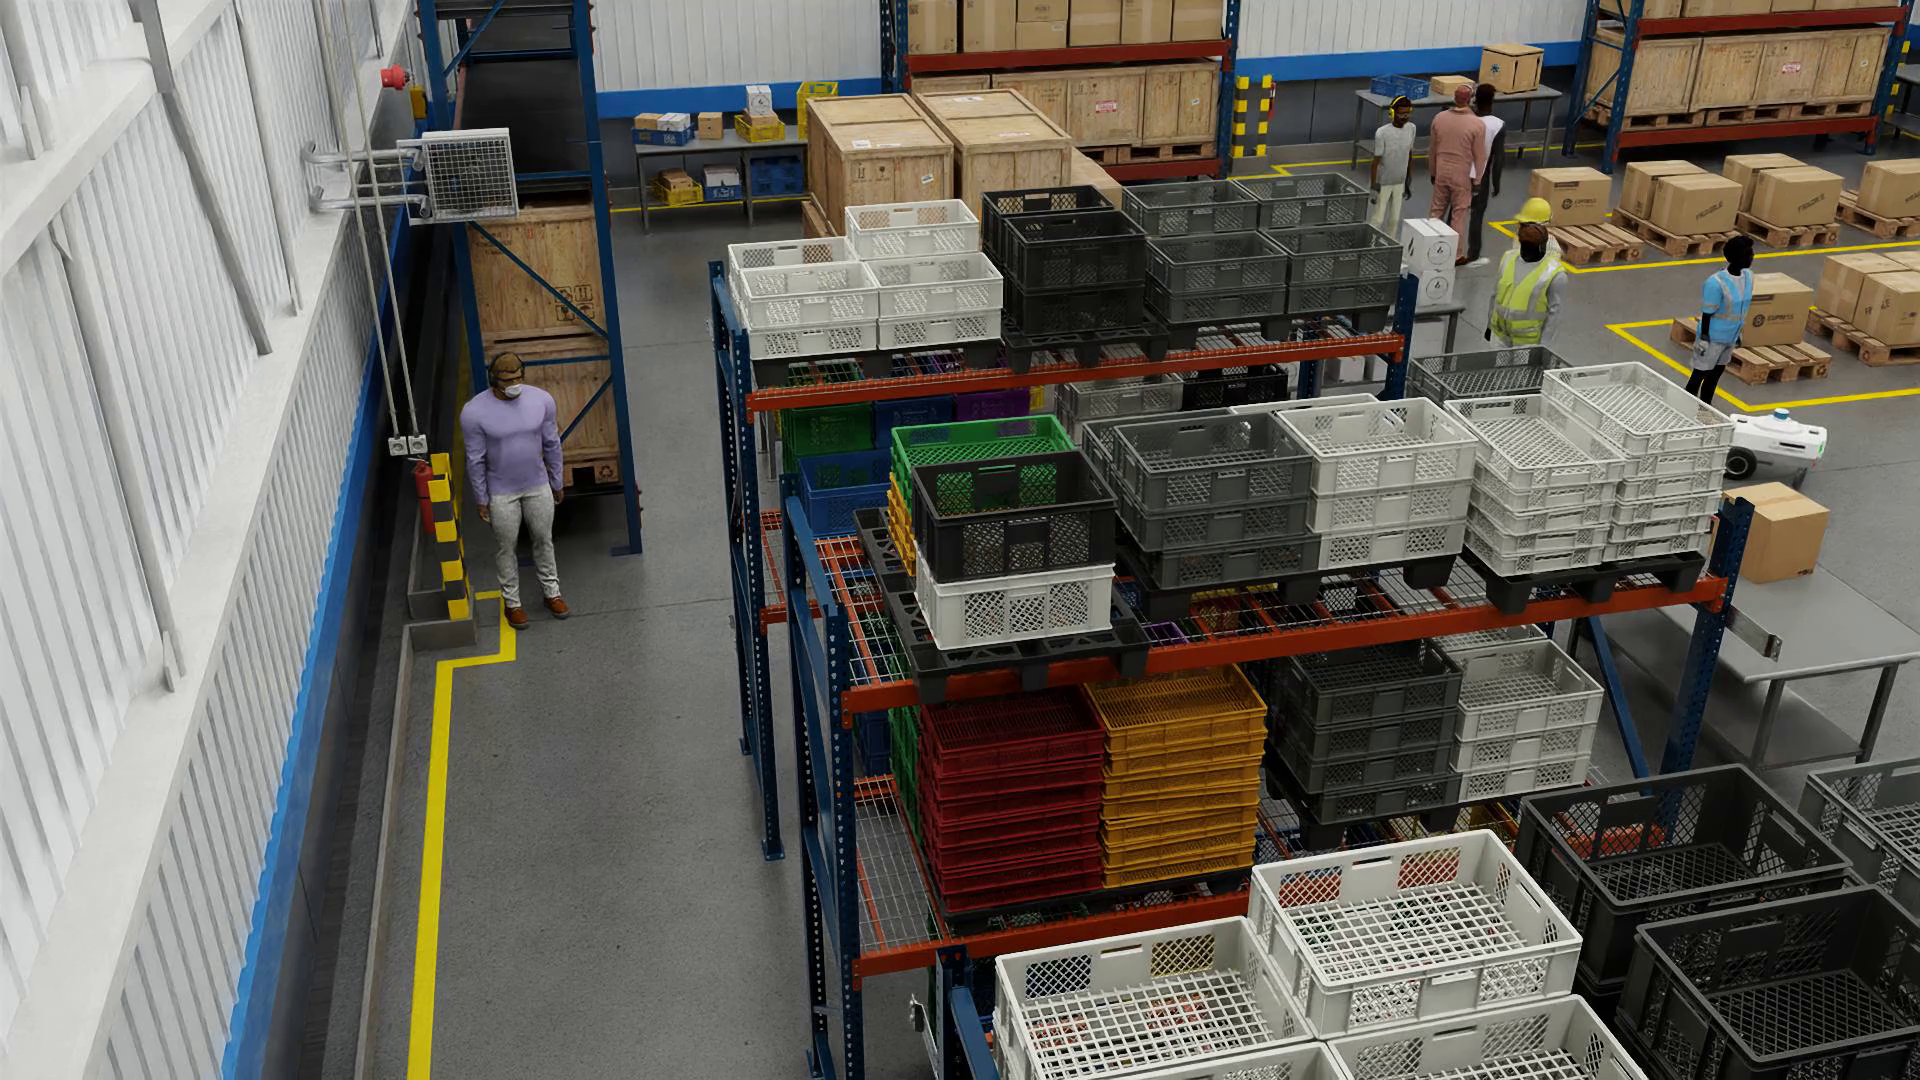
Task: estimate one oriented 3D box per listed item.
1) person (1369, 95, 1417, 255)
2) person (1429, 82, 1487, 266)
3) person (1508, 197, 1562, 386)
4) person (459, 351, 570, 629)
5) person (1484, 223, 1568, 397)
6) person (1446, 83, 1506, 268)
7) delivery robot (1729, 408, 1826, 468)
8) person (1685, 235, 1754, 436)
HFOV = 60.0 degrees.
[{"bbox_3d":[4.512,-3.720,17.393,0.517,1.858,0.330,-12,30,-21],"label":"person"},{"bbox_3d":[5.258,-3.869,17.612,0.410,1.913,0.643,-24,36,-38],"label":"person"},{"bbox_3d":[4.836,-2.051,14.251,0.456,1.836,0.760,-5,28,-10],"label":"person"},{"bbox_3d":[-2.889,-0.341,10.901,0.625,1.933,0.374,-16,32,-27],"label":"person"},{"bbox_3d":[4.541,-1.684,13.545,0.429,1.839,0.621,-20,34,-34],"label":"person"},{"bbox_3d":[5.411,-3.840,17.551,0.597,1.918,0.382,23,36,37],"label":"person"},{"bbox_3d":[6.442,-0.803,13.141,0.707,0.478,0.477,12,30,21],"label":"delivery robot"},{"bbox_3d":[6.251,-1.681,13.683,0.536,1.700,0.318,-16,32,-28],"label":"person"}]
